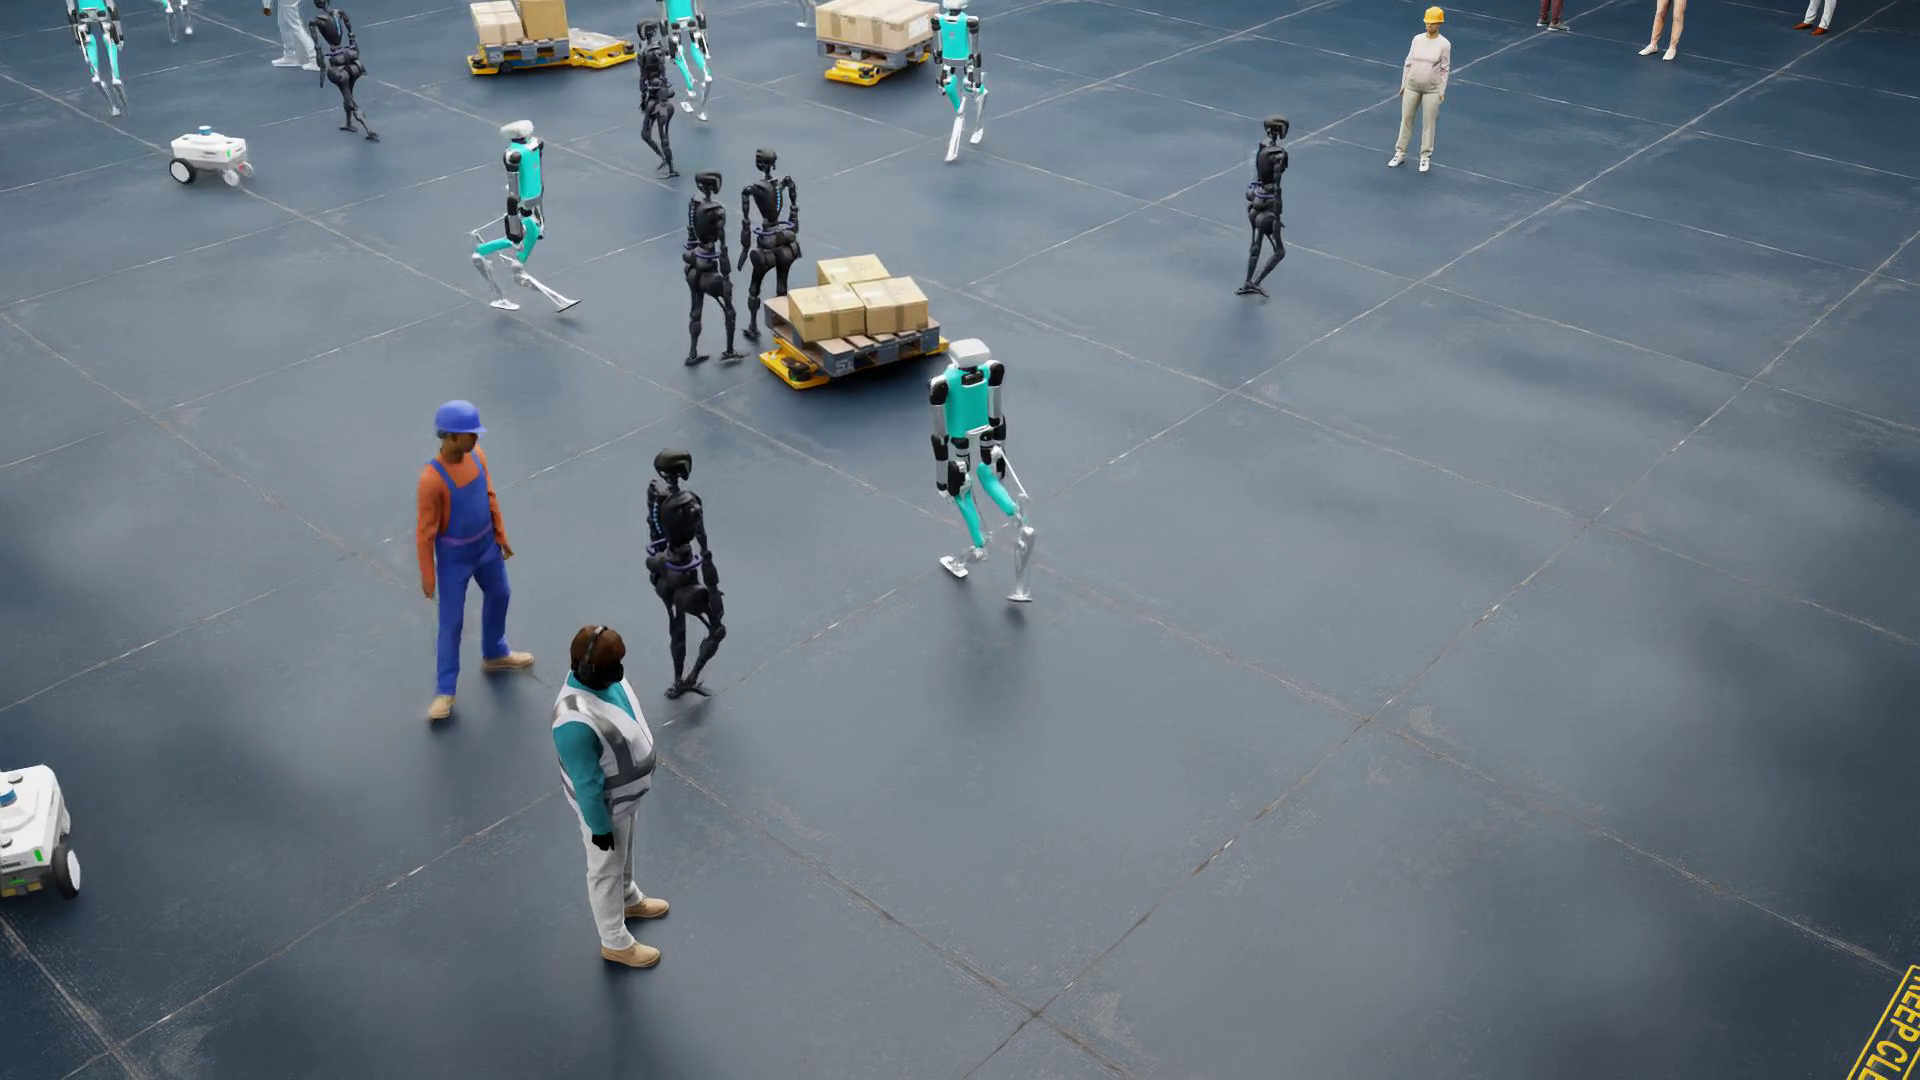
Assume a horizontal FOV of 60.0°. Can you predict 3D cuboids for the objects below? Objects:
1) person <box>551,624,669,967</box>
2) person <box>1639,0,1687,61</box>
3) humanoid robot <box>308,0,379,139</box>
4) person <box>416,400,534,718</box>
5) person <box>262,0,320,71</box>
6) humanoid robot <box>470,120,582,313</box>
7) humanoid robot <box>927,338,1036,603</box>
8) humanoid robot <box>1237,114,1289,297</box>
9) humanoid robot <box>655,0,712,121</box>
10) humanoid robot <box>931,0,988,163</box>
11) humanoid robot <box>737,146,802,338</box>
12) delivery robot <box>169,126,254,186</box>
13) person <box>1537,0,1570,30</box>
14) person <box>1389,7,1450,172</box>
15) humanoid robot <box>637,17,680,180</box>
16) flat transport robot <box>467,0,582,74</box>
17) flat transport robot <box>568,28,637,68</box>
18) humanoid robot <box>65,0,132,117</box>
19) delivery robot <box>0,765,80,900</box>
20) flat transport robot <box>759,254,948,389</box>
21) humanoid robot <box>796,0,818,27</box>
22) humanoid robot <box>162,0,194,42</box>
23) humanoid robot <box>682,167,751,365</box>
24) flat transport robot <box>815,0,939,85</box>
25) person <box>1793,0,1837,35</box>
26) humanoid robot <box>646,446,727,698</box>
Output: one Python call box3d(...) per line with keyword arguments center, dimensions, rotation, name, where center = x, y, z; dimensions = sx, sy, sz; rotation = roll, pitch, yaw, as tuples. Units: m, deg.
box3d(center=(-1.619, 1.176, 7.778), dimensions=(0.430, 1.837, 0.619), rotation=(1, 32, 2), name="person")
box3d(center=(9.000, -7.004, 20.912), dimensions=(0.360, 1.872, 0.527), rotation=(-26, 40, -36), name="person")
box3d(center=(-6.772, -5.239, 18.316), dimensions=(0.731, 1.628, 0.589), rotation=(17, 36, 25), name="humanoid robot")
box3d(center=(-2.898, 0.111, 9.462), dimensions=(0.376, 1.874, 0.795), rotation=(17, 36, 25), name="person")
box3d(center=(-8.350, -6.672, 20.388), dimensions=(0.787, 1.858, 0.685), rotation=(3, 32, 5), name="person")
box3d(center=(-3.795, -2.692, 14.101), dimensions=(1.020, 1.739, 0.564), rotation=(7, 33, 12), name="humanoid robot")
box3d(center=(0.201, -0.330, 10.343), dimensions=(0.534, 1.766, 1.034), rotation=(-20, 37, -29), name="humanoid robot")
box3d(center=(2.660, -2.911, 14.512), dimensions=(0.375, 1.648, 0.590), rotation=(-4, 32, -7), name="humanoid robot")
box3d(center=(-3.039, -5.488, 18.627), dimensions=(0.562, 1.743, 1.027), rotation=(-13, 34, -19), name="humanoid robot")
box3d(center=(0.055, -4.993, 17.860), dimensions=(0.543, 1.768, 1.057), rotation=(11, 34, 18), name="humanoid robot")
box3d(center=(-1.580, -2.448, 13.760), dimensions=(0.593, 1.648, 0.443), rotation=(-24, 39, -33), name="humanoid robot")
box3d(center=(-7.832, -4.008, 17.354), dimensions=(0.815, 0.614, 0.499), rotation=(7, 33, 11), name="delivery robot")
box3d(center=(8.023, -7.743, 22.158), dimensions=(0.367, 1.813, 0.537), rotation=(-10, 33, -16), name="person")
box3d(center=(4.851, -4.715, 17.392), dimensions=(0.473, 1.698, 0.315), rotation=(17, 36, 25), name="person")
box3d(center=(-3.122, -4.536, 17.127), dimensions=(0.341, 1.652, 0.598), rotation=(-20, 37, -29), name="humanoid robot")
box3d(center=(-5.479, -6.135, 21.033), dimensions=(1.431, 0.231, 0.659), rotation=(-11, 34, -17), name="flat transport robot")
box3d(center=(-4.862, -6.315, 21.323), dimensions=(1.431, 0.231, 0.659), rotation=(21, 38, 30), name="flat transport robot")
box3d(center=(-9.791, -5.606, 18.888), dimensions=(0.530, 1.882, 0.728), rotation=(-9, 33, -14), name="humanoid robot")
box3d(center=(-4.791, 1.496, 8.466), dimensions=(0.499, 0.587, 0.777), rotation=(-11, 33, -17), name="delivery robot")
box3d(center=(-0.874, -1.595, 13.722), dimensions=(1.431, 0.231, 0.659), rotation=(-19, 36, -27), name="flat transport robot")
box3d(center=(-2.046, -7.736, 22.275), dimensions=(0.793, 1.819, 0.557), rotation=(-2, 32, -2), name="humanoid robot")
box3d(center=(-10.304, -7.329, 21.602), dimensions=(0.530, 1.824, 0.760), rotation=(-22, 38, -32), name="humanoid robot")
box3d(center=(-2.025, -2.200, 13.364), dimensions=(0.534, 1.643, 0.607), rotation=(-22, 38, -31), name="humanoid robot")
box3d(center=(-1.029, -5.991, 20.801), dimensions=(0.659, 0.231, 1.431), rotation=(17, 36, 26), name="flat transport robot")
box3d(center=(11.487, -7.622, 21.951), dimensions=(0.364, 1.827, 0.508), rotation=(-12, 34, -18), name="person")
box3d(center=(-1.596, 0.188, 9.520), dimensions=(0.343, 1.650, 0.602), rotation=(-26, 40, -35), name="humanoid robot")
